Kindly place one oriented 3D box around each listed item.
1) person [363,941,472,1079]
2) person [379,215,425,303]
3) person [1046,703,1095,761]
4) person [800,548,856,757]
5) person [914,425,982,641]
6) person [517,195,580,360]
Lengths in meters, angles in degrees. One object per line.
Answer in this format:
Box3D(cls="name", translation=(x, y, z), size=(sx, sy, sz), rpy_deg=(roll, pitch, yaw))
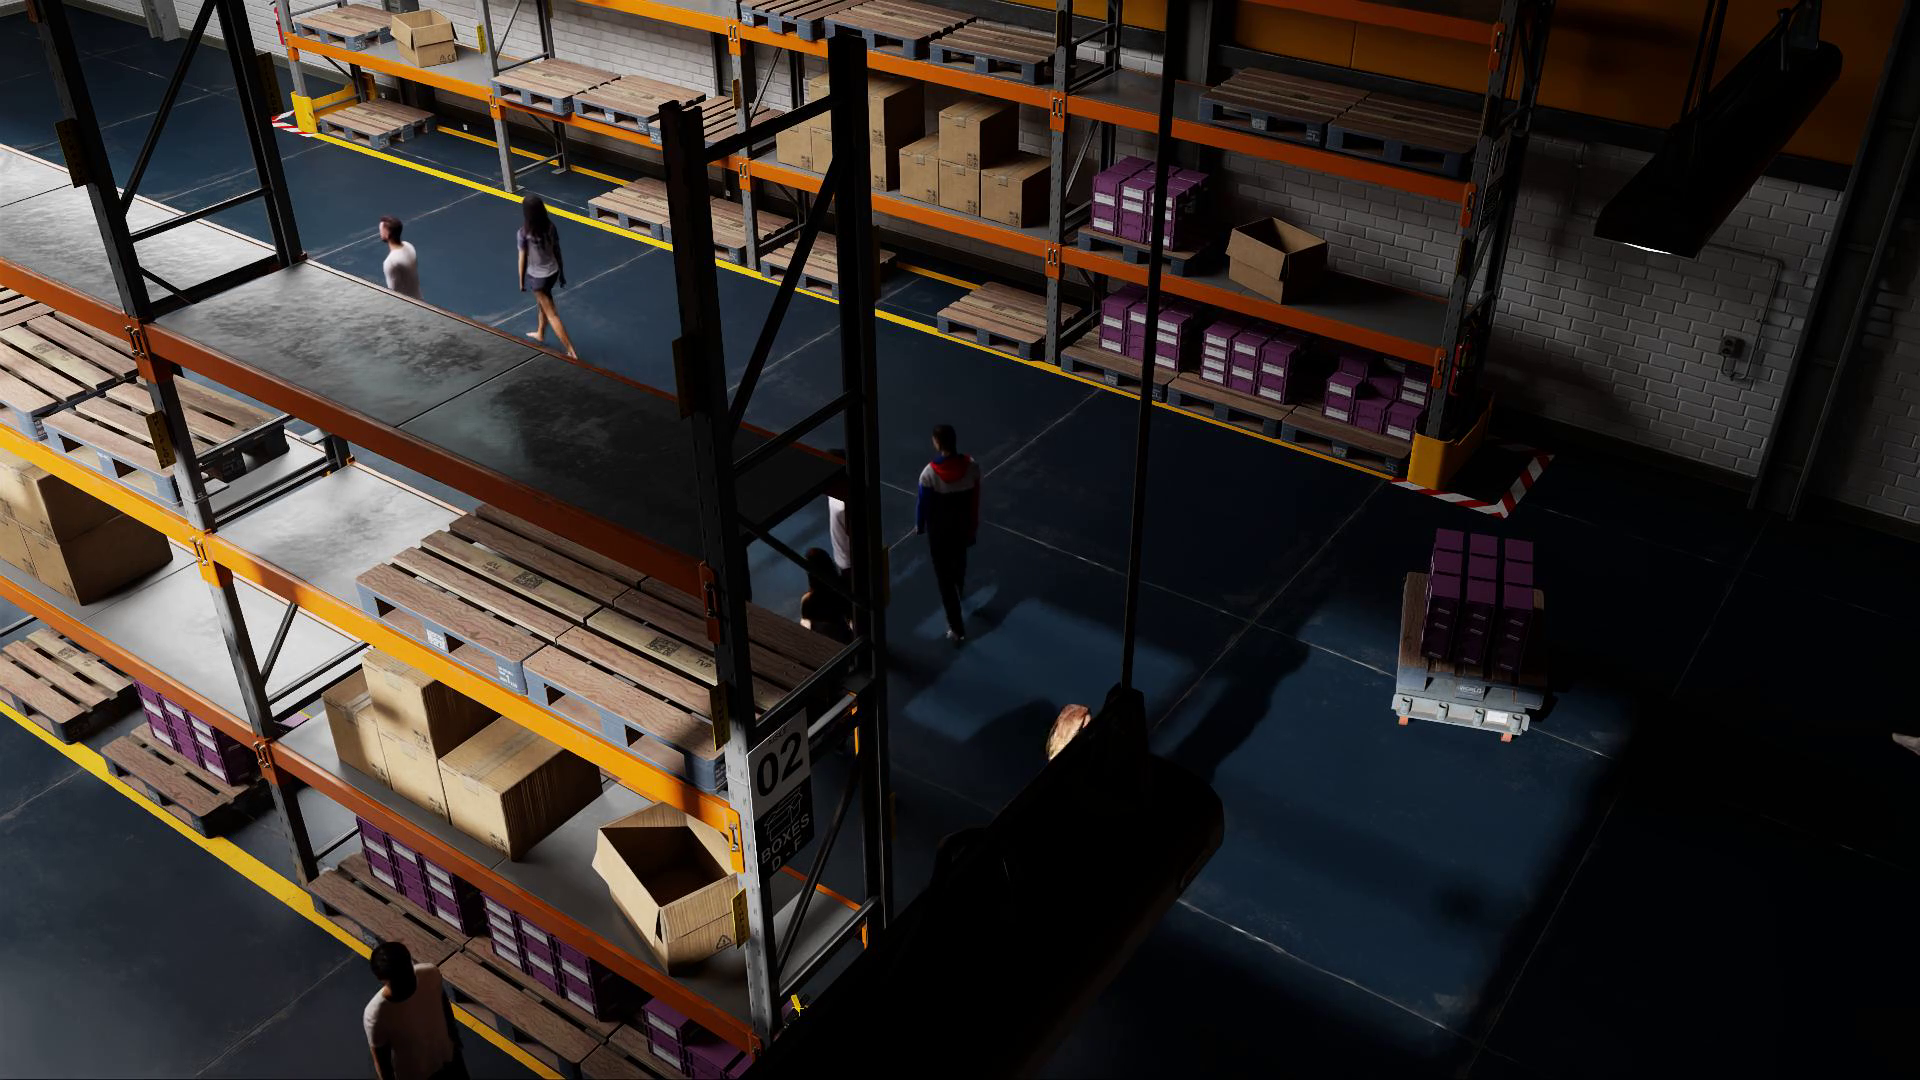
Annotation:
Box3D(cls="person", translation=(-2.849, 2.667, 8.672), size=(0.632, 1.712, 0.645), rpy_deg=(23, 40, 30))
Box3D(cls="person", translation=(-5.262, -2.255, 15.971), size=(1.091, 1.828, 0.949), rpy_deg=(4, 34, 6))
Box3D(cls="person", translation=(0.577, 1.674, 10.183), size=(1.102, 1.692, 0.864), rpy_deg=(7, 34, 11))
Box3D(cls="person", translation=(-0.846, 0.817, 11.449), size=(0.689, 1.718, 0.735), rpy_deg=(-22, 40, -30))
Box3D(cls="person", translation=(-0.064, -0.041, 12.736), size=(1.017, 1.722, 1.207), rpy_deg=(-12, 36, -18))
Box3D(cls="person", translation=(-4.107, -2.570, 16.571), size=(1.157, 1.689, 0.693), rpy_deg=(27, 42, 35))
